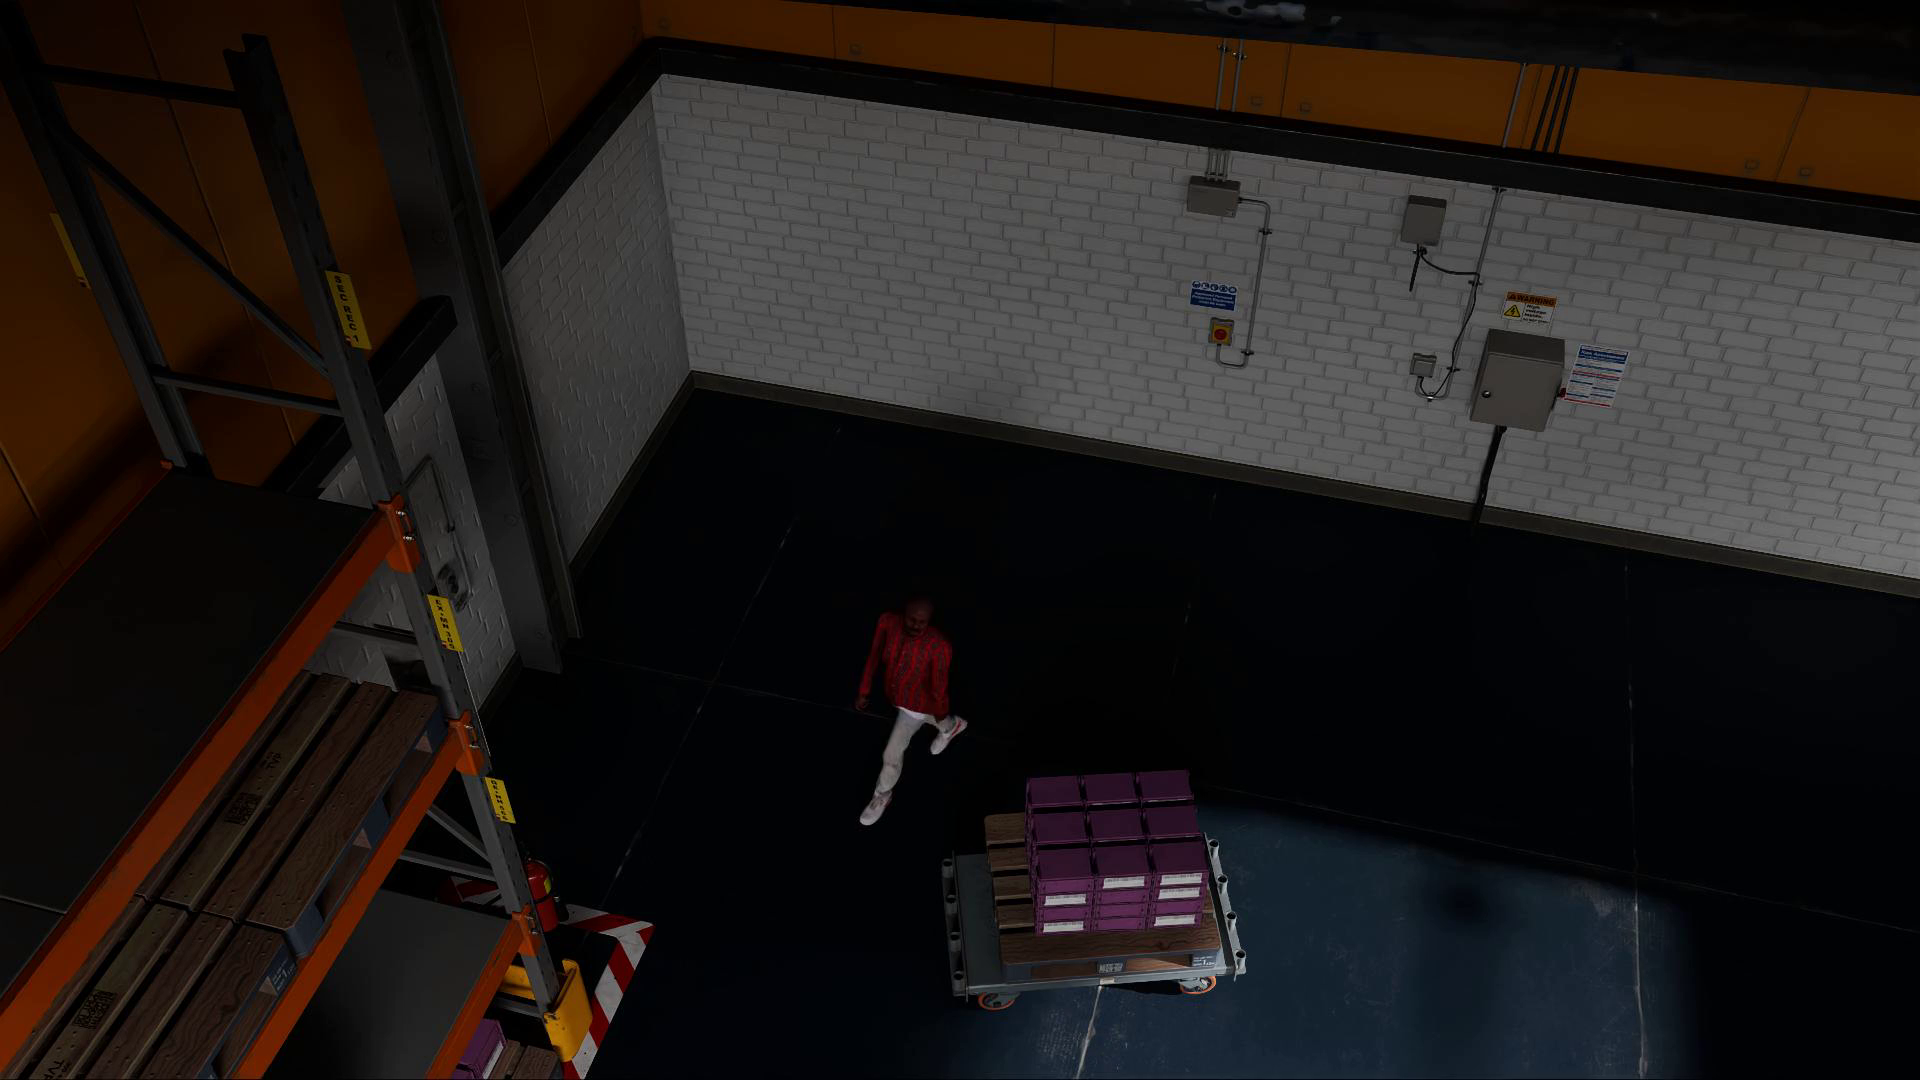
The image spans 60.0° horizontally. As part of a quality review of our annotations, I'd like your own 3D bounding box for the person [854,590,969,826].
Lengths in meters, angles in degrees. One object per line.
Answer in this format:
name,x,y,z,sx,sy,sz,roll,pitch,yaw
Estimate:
person,-0.249,0.863,10.066,1.314,1.789,1.072,-34,53,-30
